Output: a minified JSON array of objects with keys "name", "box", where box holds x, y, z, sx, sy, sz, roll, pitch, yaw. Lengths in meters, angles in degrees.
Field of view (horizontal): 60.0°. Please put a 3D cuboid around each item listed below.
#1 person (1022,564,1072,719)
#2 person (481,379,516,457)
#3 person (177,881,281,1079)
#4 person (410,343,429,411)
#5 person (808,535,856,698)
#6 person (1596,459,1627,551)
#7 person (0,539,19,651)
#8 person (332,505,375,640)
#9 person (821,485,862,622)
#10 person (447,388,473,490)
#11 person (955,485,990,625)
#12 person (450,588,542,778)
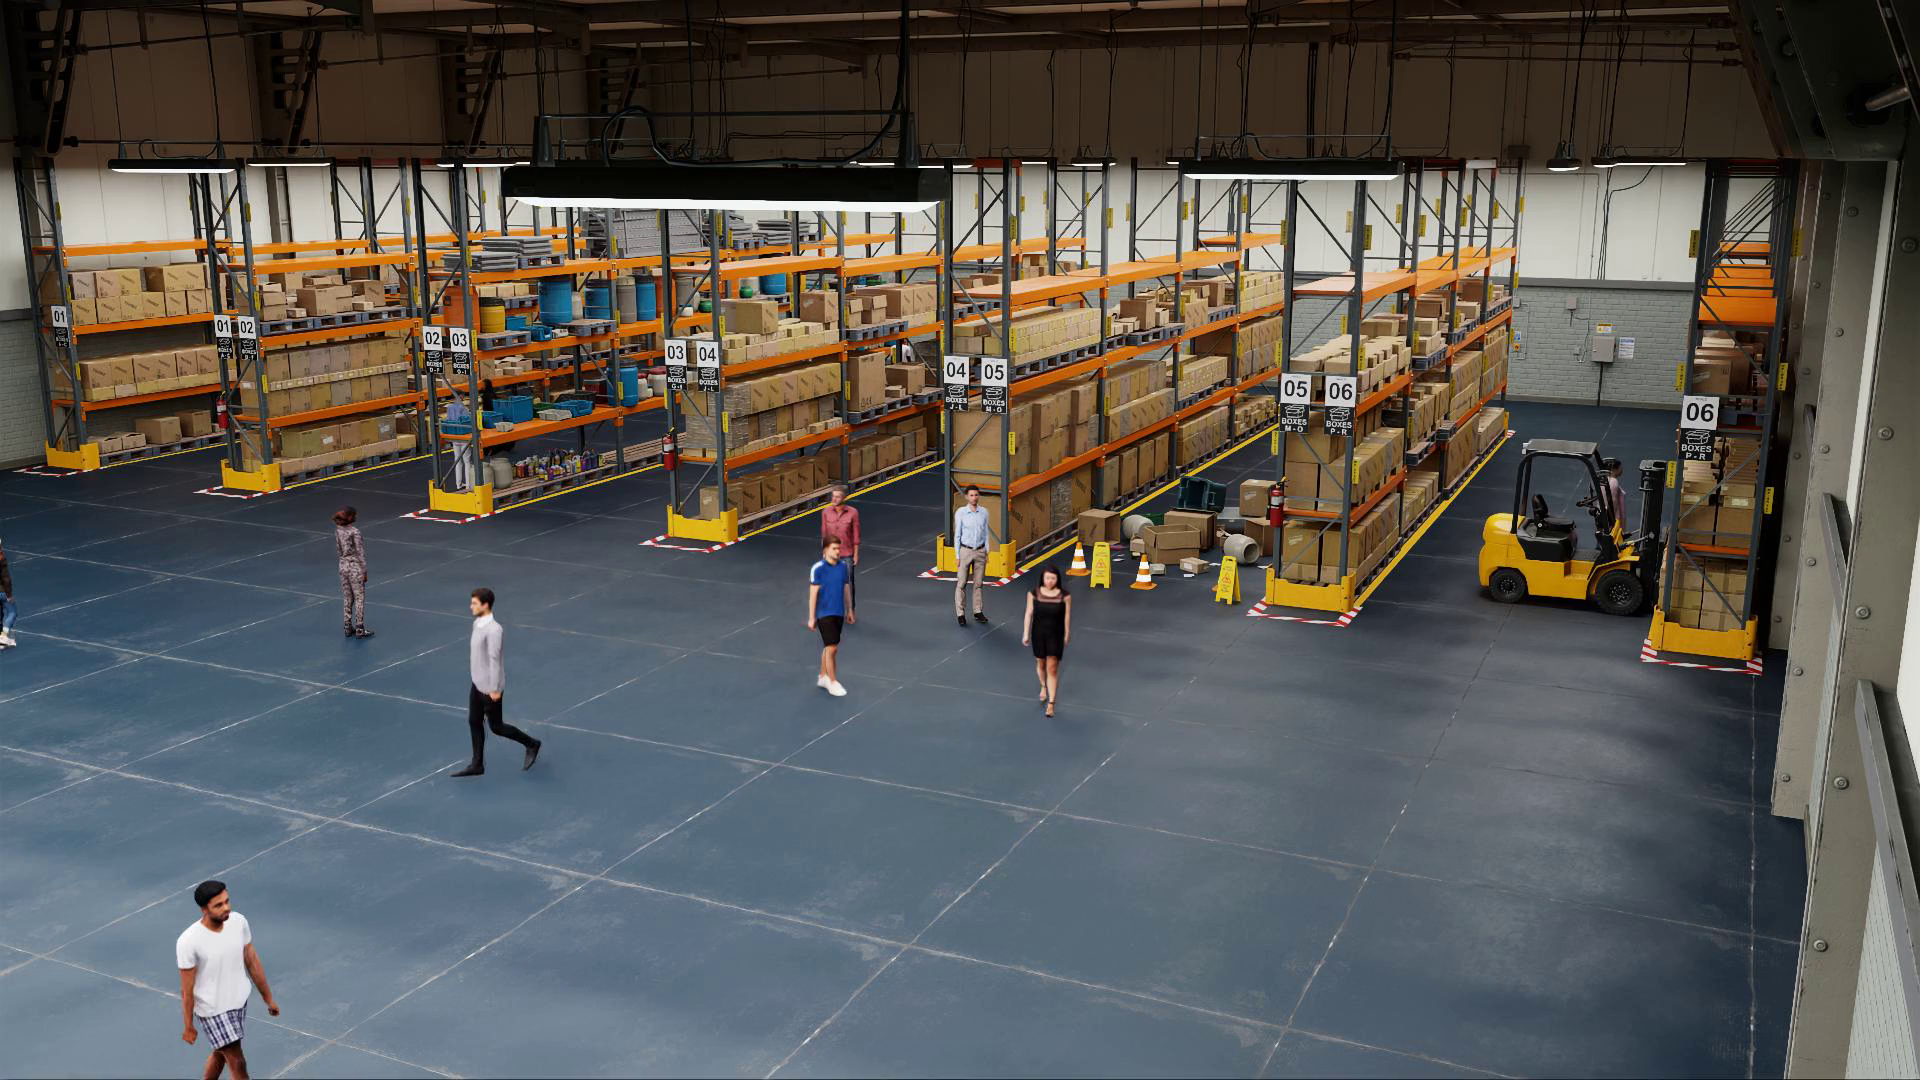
[{"name":"person","box":[0.960,1.088,18.375,0.835,1.665,1.128,2,13,10]},{"name":"person","box":[-9.535,-2.518,34.137,0.793,1.579,1.099,11,17,40]},{"name":"person","box":[-4.675,2.919,10.425,0.732,1.684,1.030,5,14,22]},{"name":"person","box":[-12.671,-3.755,39.058,0.612,1.769,0.546,5,14,21]},{"name":"person","box":[-1.554,0.836,19.070,0.926,1.843,0.952,12,18,43]},{"name":"person","box":[9.513,-0.349,24.405,0.830,1.744,0.676,2,13,9]},{"name":"person","box":[-11.999,0.657,20.657,0.635,1.476,0.662,2,13,9]},{"name":"person","box":[-7.777,0.393,21.268,0.593,1.713,0.574,8,15,30]},{"name":"person","box":[-1.582,0.160,22.016,0.742,1.829,0.667,2,13,7]},{"name":"person","box":[-9.195,-1.873,30.668,0.658,1.887,0.578,7,15,28]},{"name":"person","box":[0.162,0.174,21.918,0.746,1.848,0.798,-4,14,-16]},{"name":"person","box":[-4.580,1.407,16.453,1.278,1.912,1.081,-10,16,-36]}]
